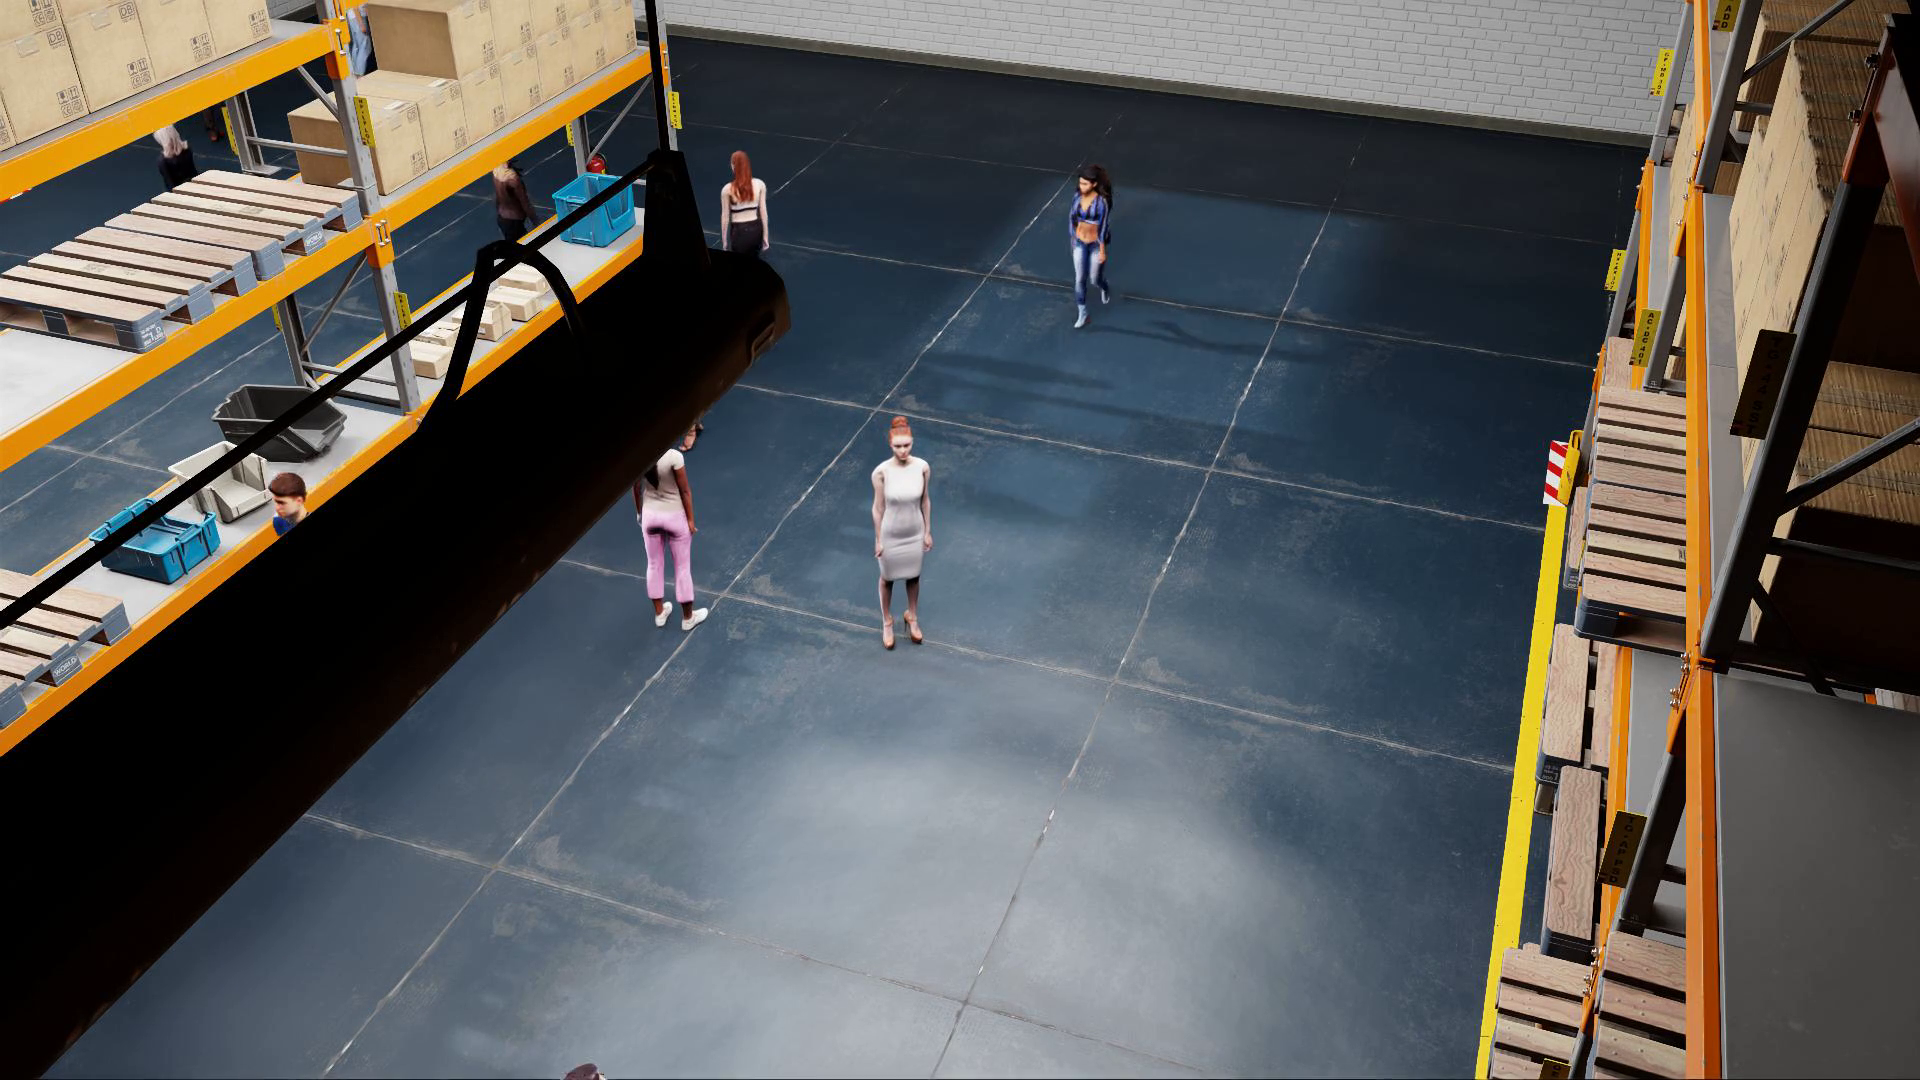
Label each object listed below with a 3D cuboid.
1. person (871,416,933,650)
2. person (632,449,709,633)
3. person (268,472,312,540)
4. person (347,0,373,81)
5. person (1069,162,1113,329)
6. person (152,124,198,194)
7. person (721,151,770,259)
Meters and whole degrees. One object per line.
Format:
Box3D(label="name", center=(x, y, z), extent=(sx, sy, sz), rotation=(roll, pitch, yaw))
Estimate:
Box3D(label="person", center=(-0.400, -0.033, 11.367), extent=(0.628, 1.792, 0.661), rotation=(-10, 35, -15))
Box3D(label="person", center=(-2.060, -0.147, 11.583), extent=(0.587, 1.742, 0.521), rotation=(9, 35, 13))
Box3D(label="person", center=(-4.056, 0.340, 10.774), extent=(0.680, 1.826, 1.204), rotation=(13, 36, 19))
Box3D(label="person", center=(-7.835, -6.714, 21.508), extent=(0.917, 1.691, 0.846), rotation=(-21, 39, -29))
Box3D(label="person", center=(1.260, -2.784, 15.668), extent=(0.712, 1.611, 0.832), rotation=(20, 38, 27))
Box3D(label="person", center=(-7.492, -3.263, 16.294), extent=(0.781, 1.715, 1.037), rotation=(18, 38, 25))
Box3D(label="person", center=(-1.972, -2.749, 15.519), extent=(1.064, 1.719, 1.132), rotation=(-14, 36, -20))
